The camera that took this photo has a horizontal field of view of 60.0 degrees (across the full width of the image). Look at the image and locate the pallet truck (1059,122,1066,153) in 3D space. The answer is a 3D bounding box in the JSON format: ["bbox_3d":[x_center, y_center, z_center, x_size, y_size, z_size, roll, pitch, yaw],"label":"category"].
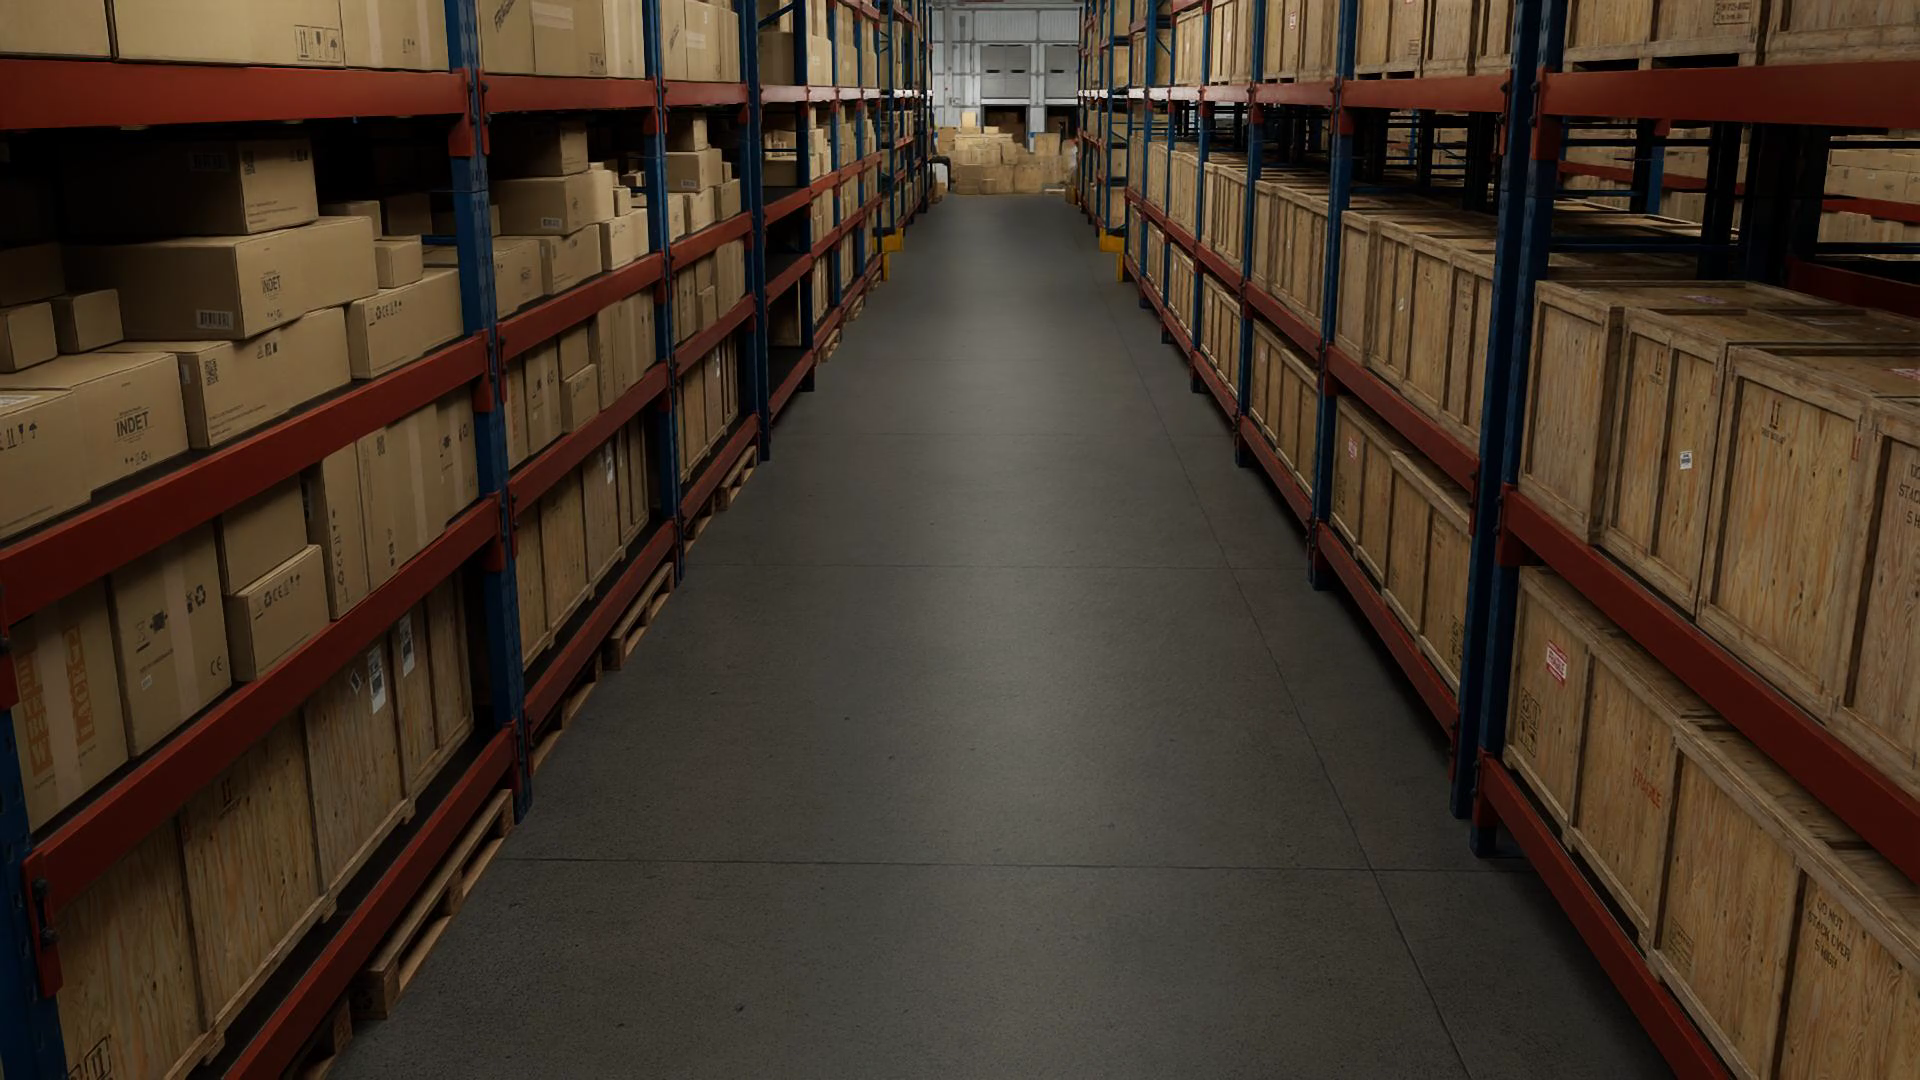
[{"bbox_3d":[5.788,-21.111,88.014,1.885,1.965,0.823,5,16,18],"label":"pallet truck"}]

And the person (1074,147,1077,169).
[{"bbox_3d":[4.374,-13.618,60.269,0.720,1.915,0.545,10,18,34],"label":"person"}]

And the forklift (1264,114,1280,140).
[{"bbox_3d":[11.017,-13.909,59.543,1.129,2.768,1.873,0,15,2],"label":"forklift"}]

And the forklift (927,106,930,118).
[{"bbox_3d":[-1.918,-21.452,87.608,1.129,2.768,1.873,0,15,2],"label":"forklift"}]
